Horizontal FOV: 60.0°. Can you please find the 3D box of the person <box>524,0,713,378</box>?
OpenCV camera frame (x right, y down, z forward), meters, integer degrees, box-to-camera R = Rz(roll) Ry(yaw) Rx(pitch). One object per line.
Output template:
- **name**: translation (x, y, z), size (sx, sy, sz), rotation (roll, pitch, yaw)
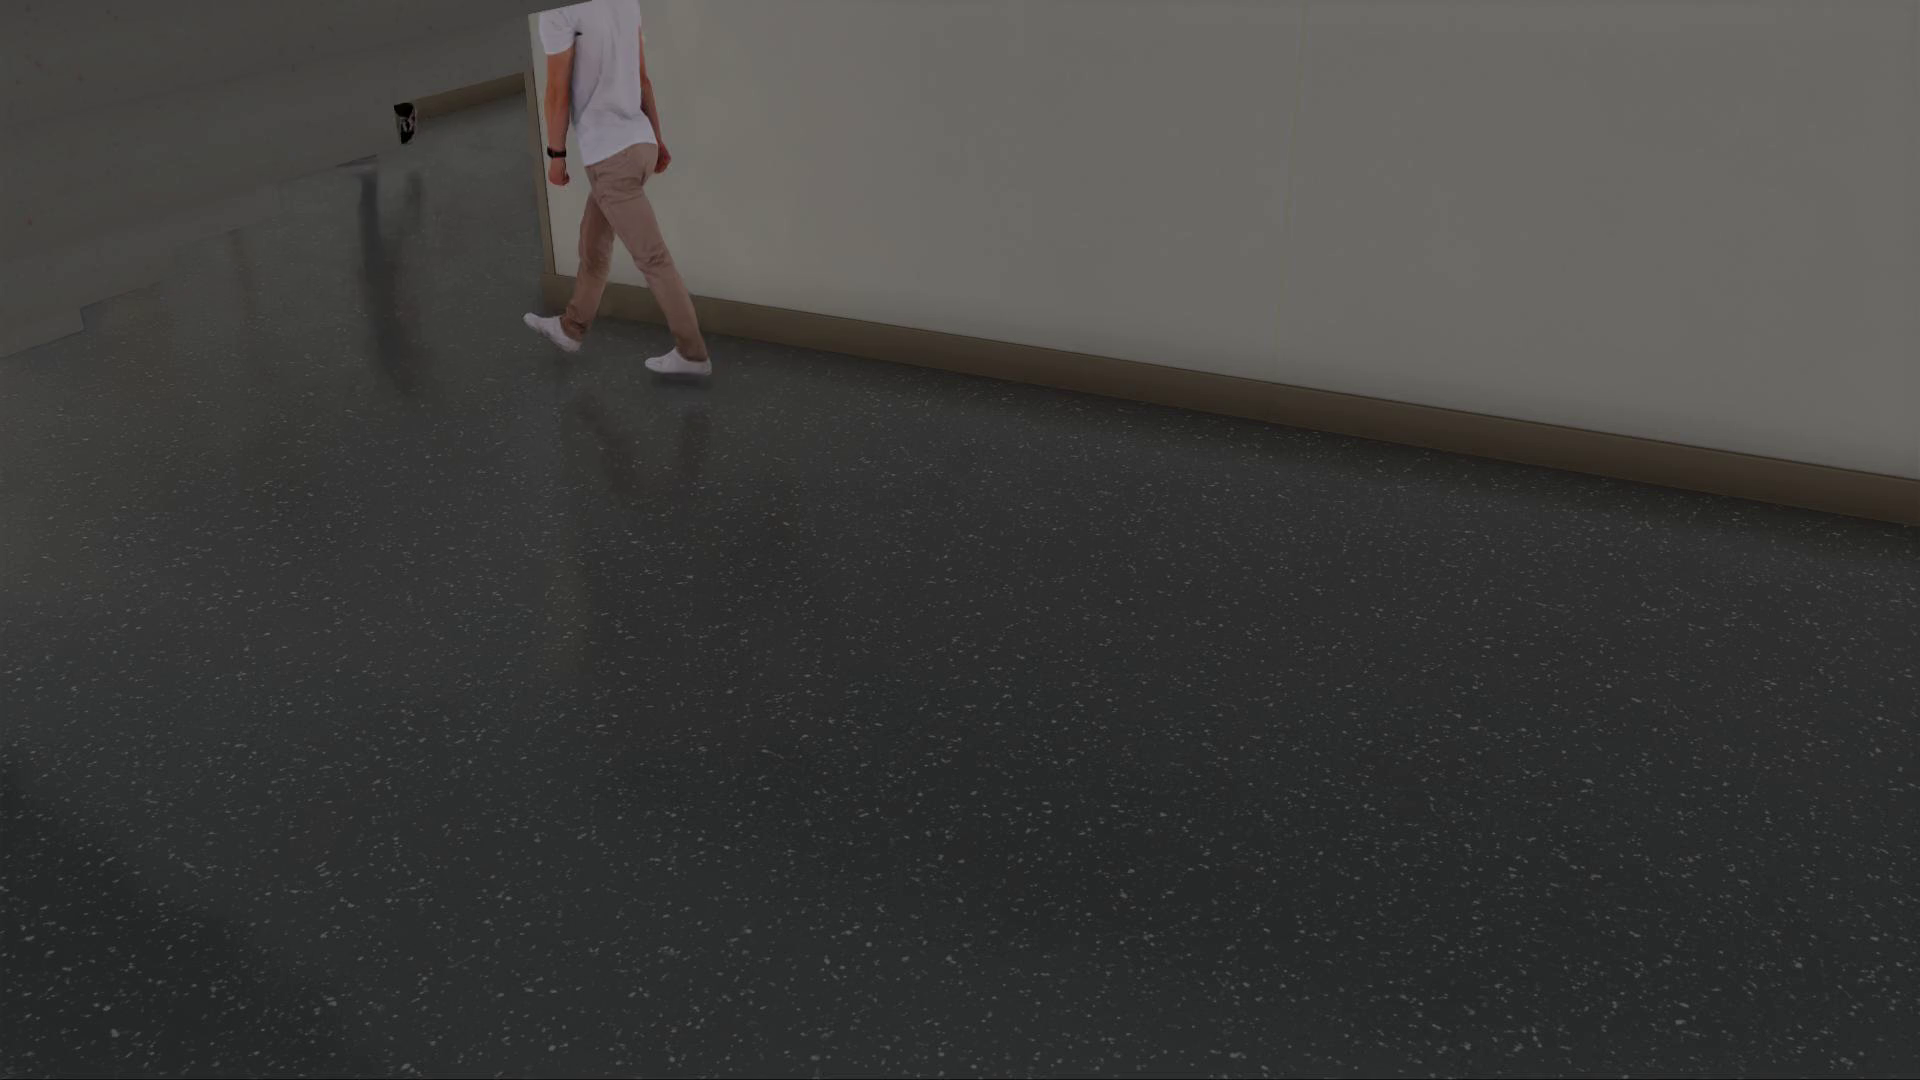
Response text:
- **person**: translation (-1.288, -1.495, 6.580), size (1.150, 1.827, 0.721), rotation (10, 27, 20)
